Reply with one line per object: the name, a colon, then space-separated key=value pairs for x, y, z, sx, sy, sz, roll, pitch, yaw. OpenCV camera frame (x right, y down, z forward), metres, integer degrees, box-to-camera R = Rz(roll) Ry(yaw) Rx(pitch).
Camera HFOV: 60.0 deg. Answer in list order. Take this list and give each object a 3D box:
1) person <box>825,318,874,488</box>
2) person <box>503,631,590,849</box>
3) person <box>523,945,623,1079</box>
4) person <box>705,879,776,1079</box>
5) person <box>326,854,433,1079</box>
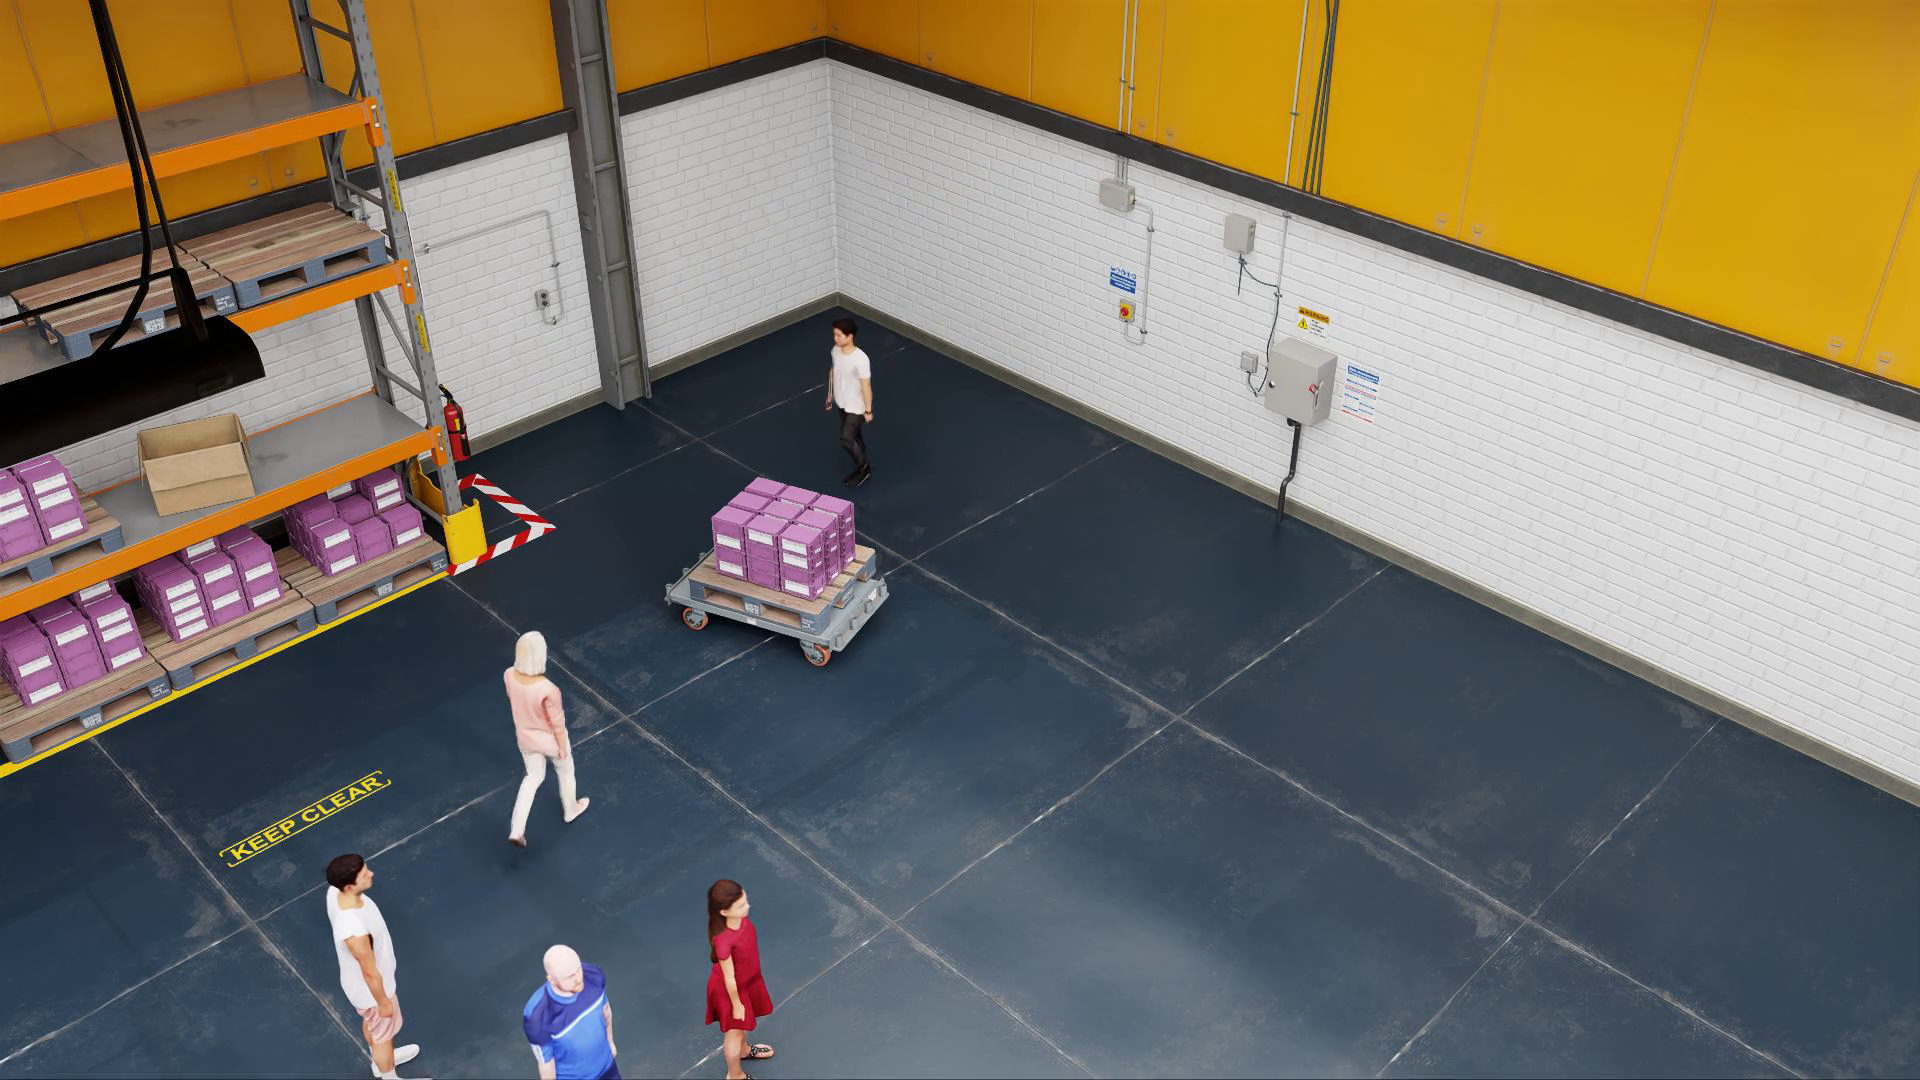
person: x=-0.918 y=-1.282 z=15.205 sx=0.657 sy=1.713 sz=0.692 roll=-18 pitch=38 yaw=-25
person: x=-2.878 y=1.369 z=11.222 sx=0.824 sy=1.706 sz=1.052 roll=14 pitch=36 yaw=20
person: x=-2.049 y=2.823 z=8.915 sx=0.771 sy=1.839 sz=0.569 roll=20 pitch=39 yaw=28
person: x=-1.298 y=2.541 z=9.596 sx=0.739 sy=1.554 sz=0.679 roll=2 pitch=34 yaw=4
person: x=-3.378 y=2.478 z=9.481 sx=0.651 sy=1.786 sz=0.697 roll=-17 pitch=37 yaw=-24
